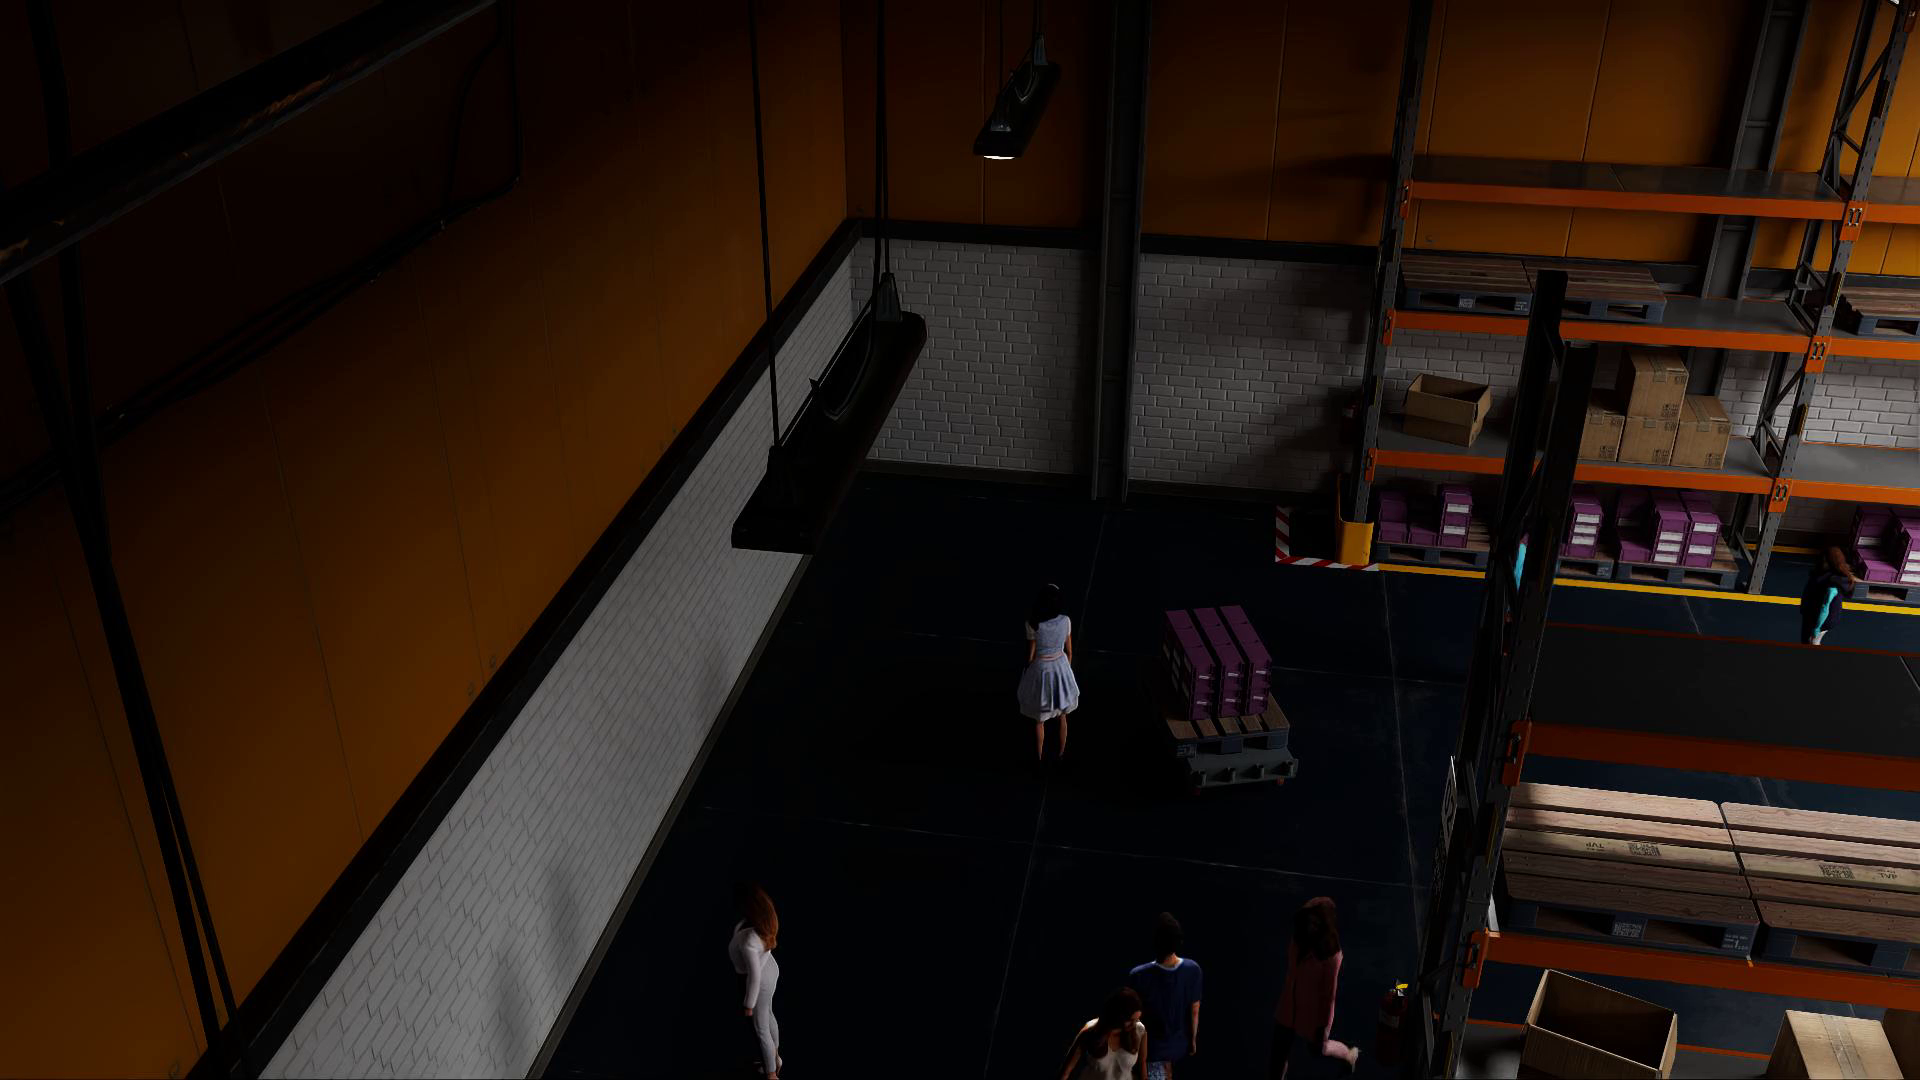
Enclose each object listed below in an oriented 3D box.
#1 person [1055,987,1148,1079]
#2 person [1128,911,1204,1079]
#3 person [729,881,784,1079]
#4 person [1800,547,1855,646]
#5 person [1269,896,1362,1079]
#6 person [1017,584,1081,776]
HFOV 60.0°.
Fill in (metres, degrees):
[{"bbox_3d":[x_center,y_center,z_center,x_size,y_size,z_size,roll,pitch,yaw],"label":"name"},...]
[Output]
[{"bbox_3d":[0.873,3.305,10.127,0.936,1.744,0.945,3,29,6],"label":"person"},{"bbox_3d":[1.267,3.164,10.305,0.960,1.820,0.910,-8,30,-14],"label":"person"},{"bbox_3d":[-1.308,2.911,10.825,0.562,1.767,0.600,1,29,2],"label":"person"},{"bbox_3d":[7.798,0.718,15.123,0.599,1.500,0.583,8,30,15],"label":"person"},{"bbox_3d":[2.320,2.982,10.697,1.181,1.764,1.077,-16,33,-27],"label":"person"},{"bbox_3d":[0.741,1.173,13.957,0.783,1.818,0.866,-5,29,-9],"label":"person"}]
